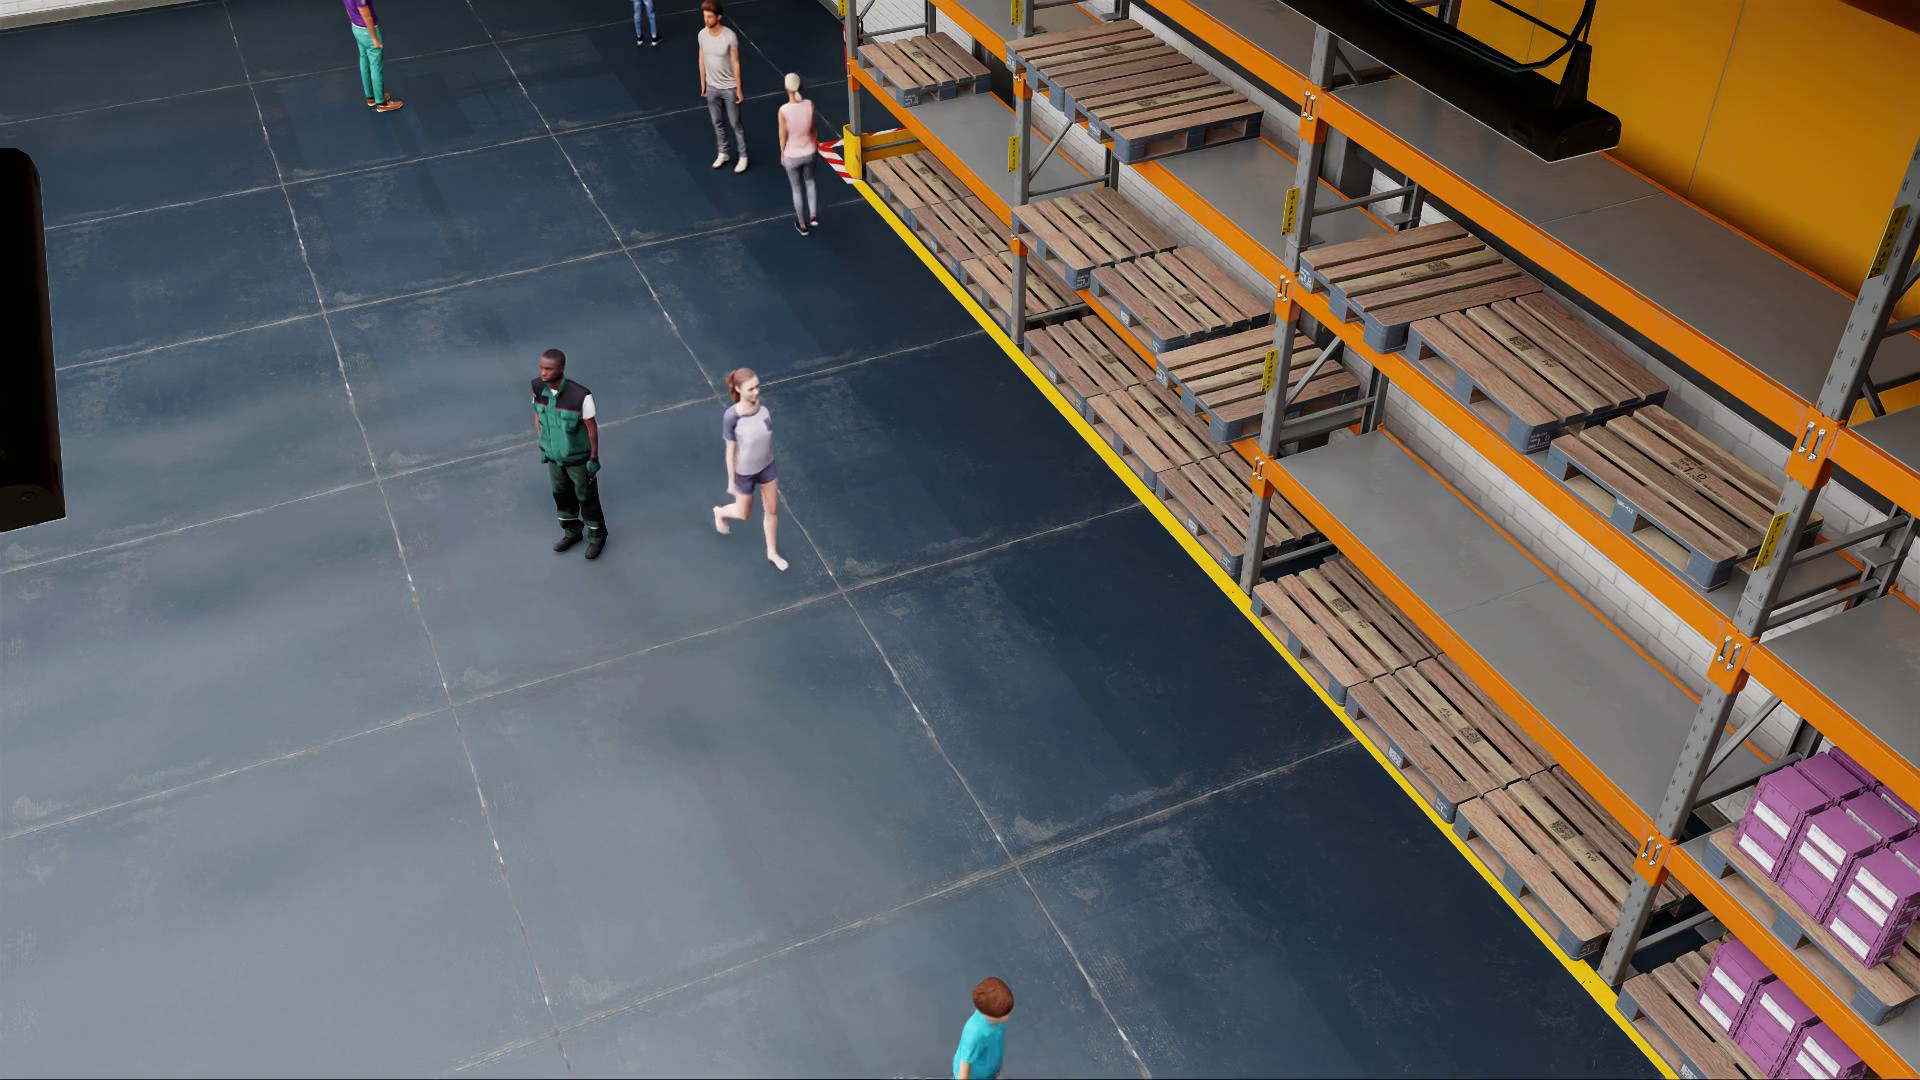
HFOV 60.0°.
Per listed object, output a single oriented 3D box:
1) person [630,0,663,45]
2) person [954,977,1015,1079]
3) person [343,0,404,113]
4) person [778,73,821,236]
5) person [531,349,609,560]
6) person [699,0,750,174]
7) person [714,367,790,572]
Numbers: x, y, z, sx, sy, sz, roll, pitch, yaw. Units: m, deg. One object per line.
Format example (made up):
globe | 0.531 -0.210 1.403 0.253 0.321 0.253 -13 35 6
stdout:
person | -4.014 -6.918 21.021 0.590 1.250 0.625 5 39 6
person | 0.043 2.724 8.811 0.891 1.421 0.752 24 44 27
person | -6.903 -5.870 19.294 0.753 1.768 0.619 -30 47 -32
person | -1.587 -3.860 16.815 0.552 1.721 0.595 -14 41 -17
person | -2.990 -0.675 12.731 0.777 1.840 0.837 13 40 15
person | -2.561 -4.932 18.024 0.730 1.887 0.800 13 40 16
person | -1.632 -0.581 12.685 0.763 1.751 1.018 -31 48 -33
